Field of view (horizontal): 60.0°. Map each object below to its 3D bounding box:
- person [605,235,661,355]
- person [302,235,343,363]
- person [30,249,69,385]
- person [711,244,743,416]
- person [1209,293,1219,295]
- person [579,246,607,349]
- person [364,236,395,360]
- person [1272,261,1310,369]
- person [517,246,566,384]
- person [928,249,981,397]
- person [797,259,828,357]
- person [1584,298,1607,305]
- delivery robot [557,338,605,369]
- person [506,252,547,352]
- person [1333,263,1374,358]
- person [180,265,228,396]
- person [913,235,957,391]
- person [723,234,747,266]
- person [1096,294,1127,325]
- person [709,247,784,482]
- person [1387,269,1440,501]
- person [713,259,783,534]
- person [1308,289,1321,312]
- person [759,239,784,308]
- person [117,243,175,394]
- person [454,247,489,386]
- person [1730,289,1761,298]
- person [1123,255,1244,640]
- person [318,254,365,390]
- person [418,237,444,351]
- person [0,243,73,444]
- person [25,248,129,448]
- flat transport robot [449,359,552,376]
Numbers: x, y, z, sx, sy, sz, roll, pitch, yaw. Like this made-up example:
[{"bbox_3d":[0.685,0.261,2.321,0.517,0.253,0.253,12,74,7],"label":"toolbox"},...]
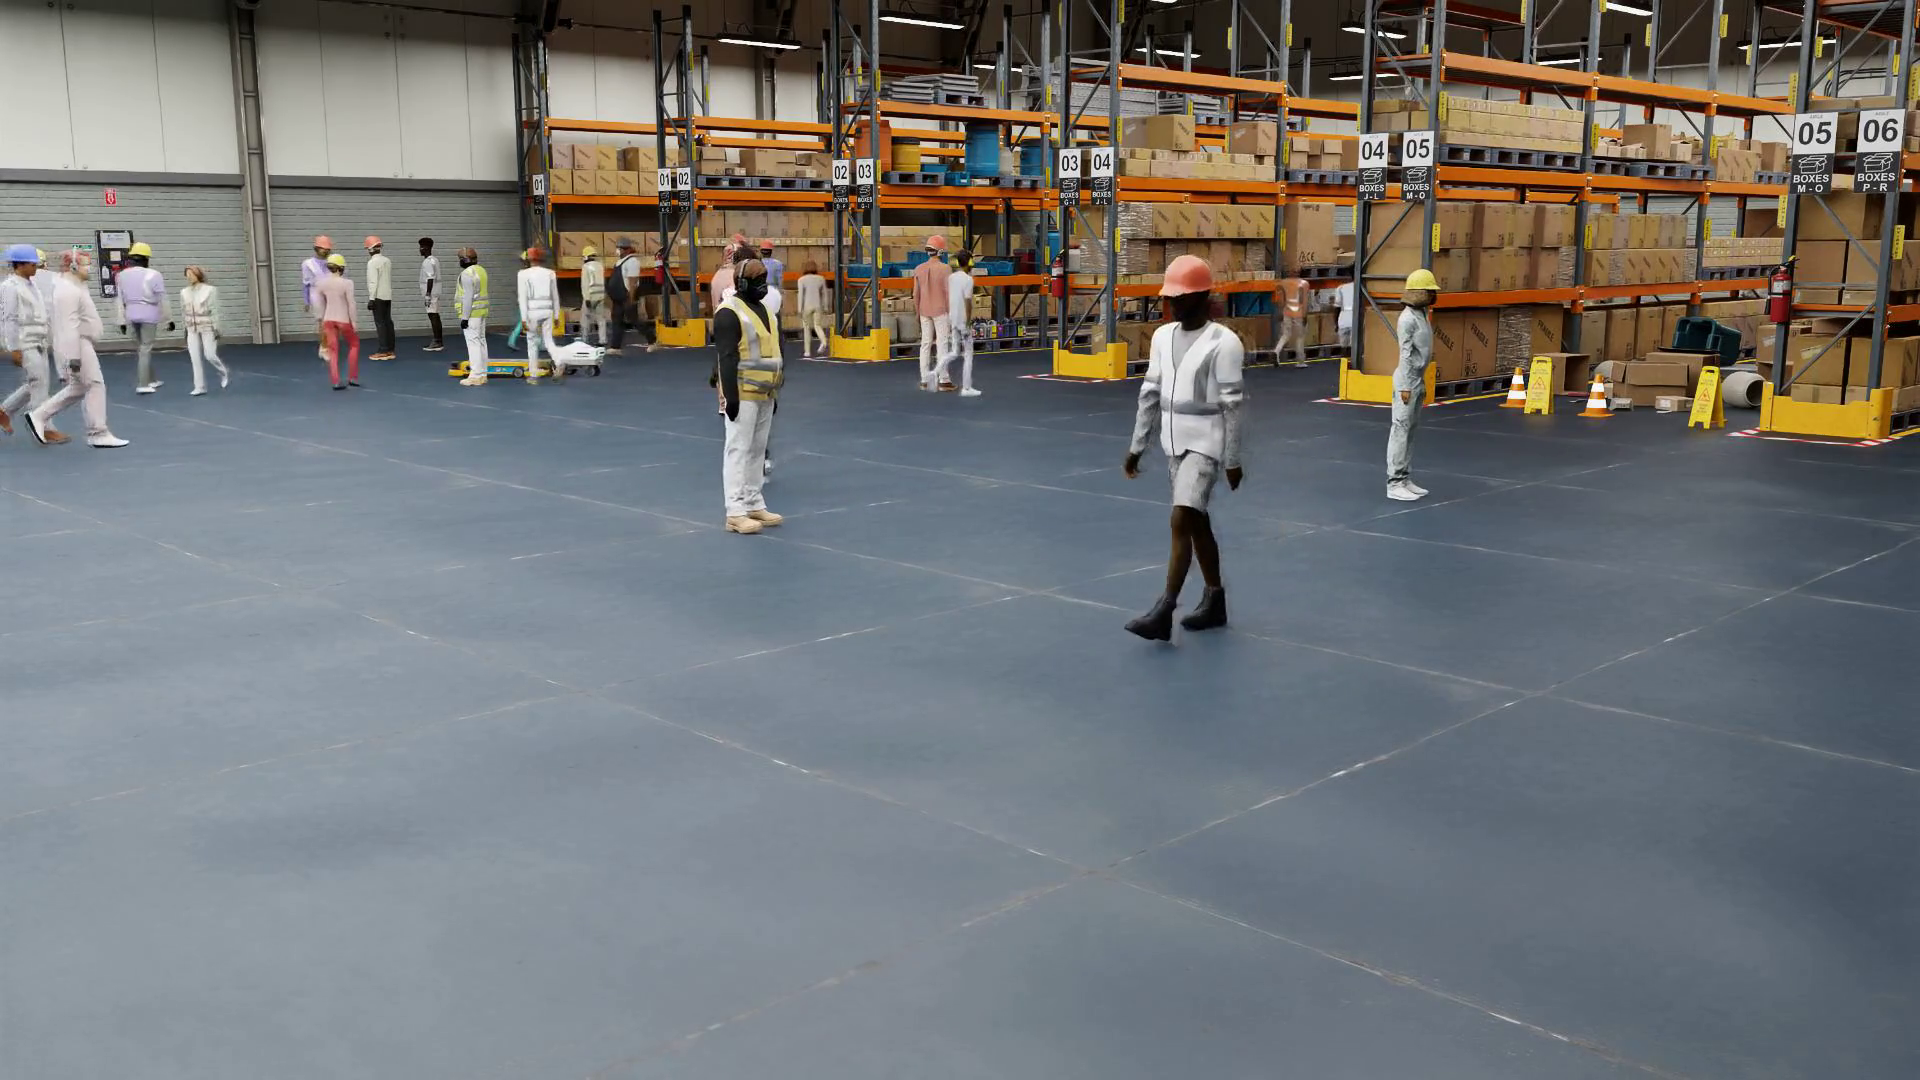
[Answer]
[{"bbox_3d":[-5.575,-4.142,28.131,0.889,2.000,0.687,-6,12,-31],"label":"person"},{"bbox_3d":[-10.188,-3.866,26.600,0.616,2.012,0.901,-7,13,-35],"label":"person"},{"bbox_3d":[-12.316,-2.992,22.362,0.589,1.823,0.403,-5,11,-24],"label":"person"},{"bbox_3d":[-2.482,-2.315,18.418,0.405,1.906,0.652,-7,12,-33],"label":"person"},{"bbox_3d":[5.877,-5.964,39.008,0.538,1.642,0.916,7,12,32],"label":"person"},{"bbox_3d":[-6.577,-4.295,29.494,0.771,1.798,0.630,5,12,26],"label":"person"},{"bbox_3d":[-9.416,-3.918,26.944,0.392,1.985,0.609,2,11,8],"label":"person"},{"bbox_3d":[4.991,-3.376,24.986,0.526,1.613,0.699,10,15,44],"label":"person"},{"bbox_3d":[-5.623,-3.025,22.443,0.590,1.859,0.732,-9,14,-40],"label":"person"},{"bbox_3d":[-0.051,-2.696,20.688,0.709,1.839,0.524,-9,14,-40],"label":"person"},{"bbox_3d":[-2.412,-3.830,27.480,0.544,1.606,0.553,-4,11,-23],"label":"person"},{"bbox_3d":[10.949,-4.175,28.653,0.981,1.878,0.608,-7,12,-32],"label":"person"},{"bbox_3d":[-5.461,-2.656,23.825,0.707,0.478,0.477,1,10,7],"label":"delivery robot"},{"bbox_3d":[-7.448,-4.104,28.651,0.805,1.737,0.538,-5,11,-25],"label":"person"},{"bbox_3d":[5.188,-2.806,21.787,0.548,1.640,0.878,9,14,40],"label":"person"},{"bbox_3d":[-9.564,-2.658,21.030,0.526,1.629,0.496,2,11,9],"label":"person"},{"bbox_3d":[-0.314,-2.945,21.606,0.608,1.996,0.382,7,12,32],"label":"person"},{"bbox_3d":[-3.622,-3.952,27.060,0.633,2.003,0.860,-8,13,-37],"label":"person"},{"bbox_3d":[2.542,-4.085,27.995,0.628,1.936,0.377,9,14,40],"label":"person"},{"bbox_3d":[-1.743,-1.423,13.580,0.524,1.900,0.605,8,13,37],"label":"person"},{"bbox_3d":[3.479,-1.189,12.723,0.313,1.744,0.487,6,12,29],"label":"person"},{"bbox_3d":[-1.423,-0.991,11.375,0.430,1.843,0.626,4,11,22],"label":"person"},{"bbox_3d":[7.242,-5.225,34.165,0.383,1.951,0.605,-3,11,-16],"label":"person"},{"bbox_3d":[-3.255,-4.116,28.156,0.545,1.938,0.359,0,10,-1],"label":"person"},{"bbox_3d":[-10.369,-2.838,21.296,0.590,1.893,0.850,2,11,10],"label":"person"},{"bbox_3d":[-6.584,-3.015,22.421,0.429,1.841,0.625,1,10,4],"label":"person"},{"bbox_3d":[14.962,-4.705,31.653,0.579,1.838,1.015,8,13,36],"label":"person"},{"bbox_3d":[1.066,-0.451,8.296,0.916,1.894,0.552,-7,13,-34],"label":"person"},{"bbox_3d":[-8.078,-2.856,21.766,0.547,1.747,0.591,2,11,11],"label":"person"},{"bbox_3d":[-9.258,-4.302,29.089,0.362,1.963,0.614,-1,10,-5],"label":"person"},{"bbox_3d":[-9.069,-1.896,16.081,0.738,1.925,0.621,-1,10,-4],"label":"person"},{"bbox_3d":[-8.393,-1.801,15.682,0.781,1.880,0.653,-5,12,-27],"label":"person"},{"bbox_3d":[-6.543,-2.486,23.929,1.431,0.197,0.652,1,10,7],"label":"flat transport robot"}]
